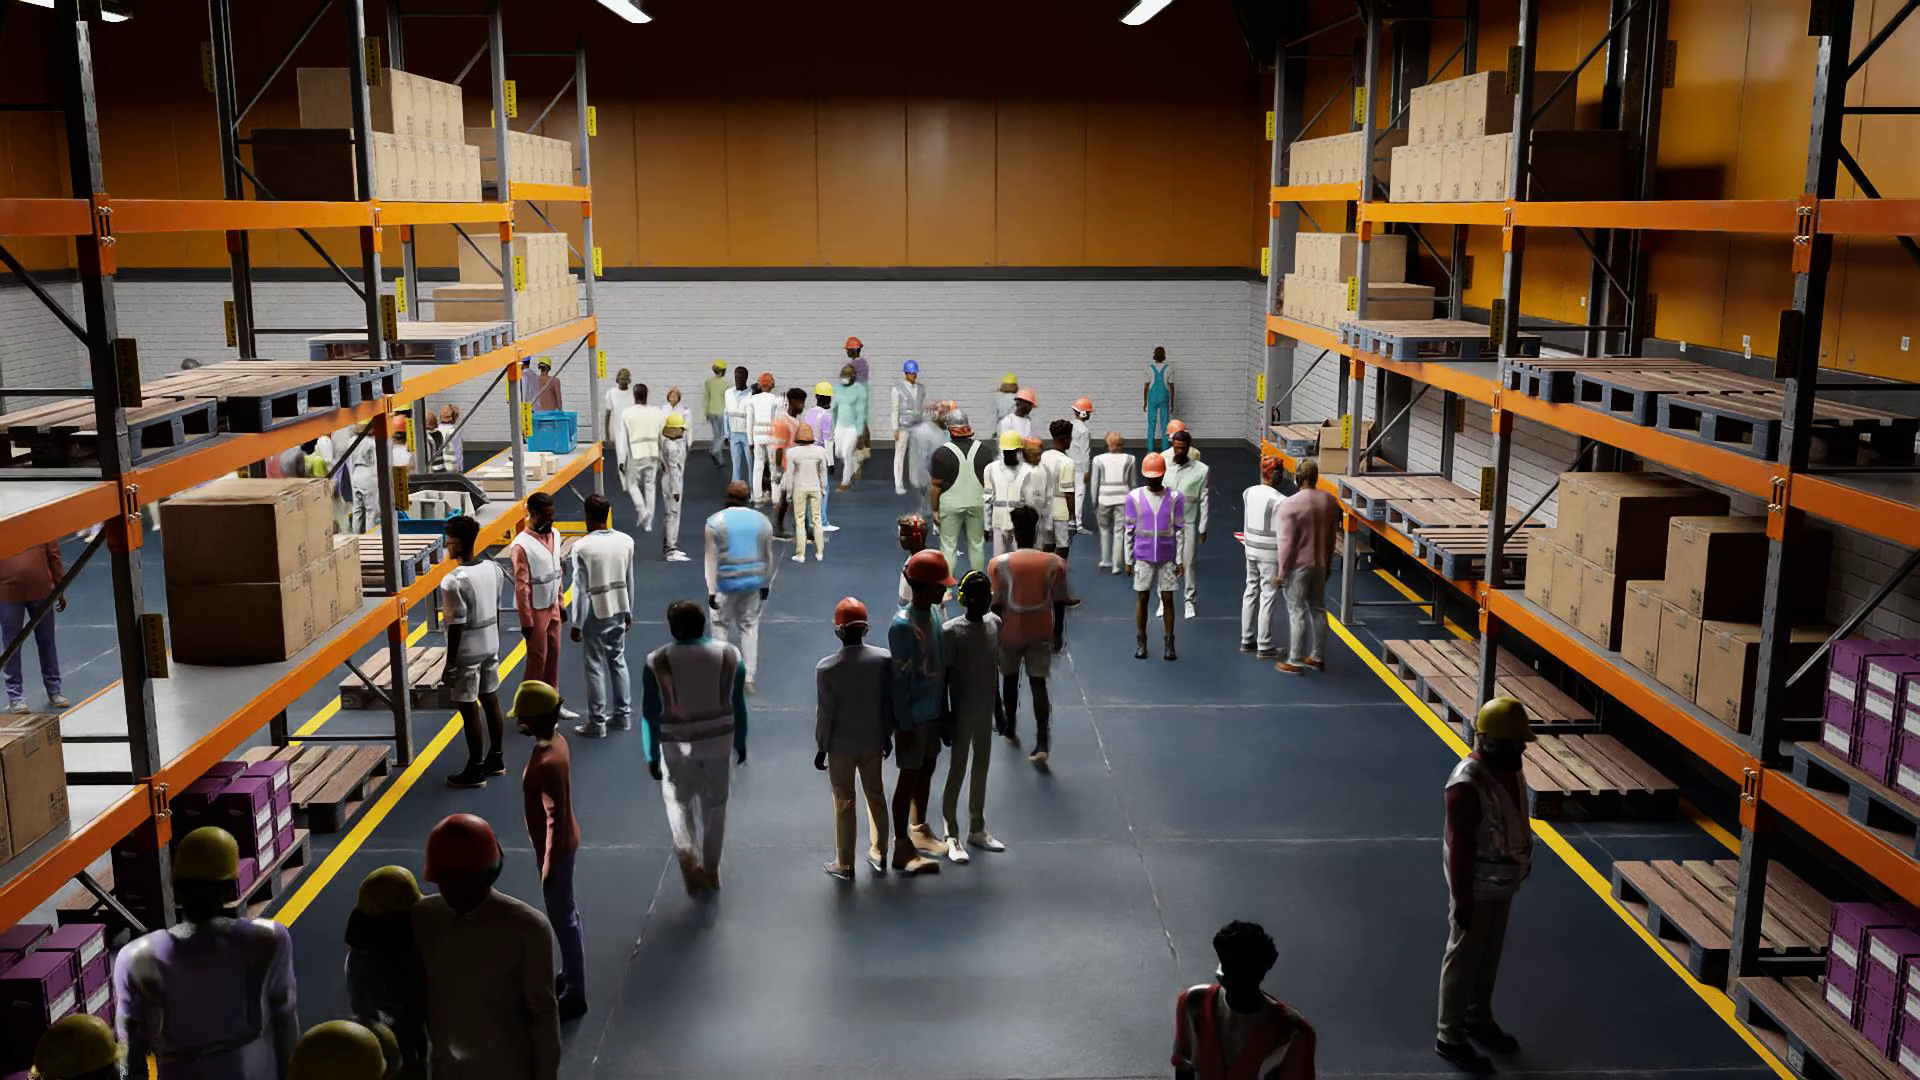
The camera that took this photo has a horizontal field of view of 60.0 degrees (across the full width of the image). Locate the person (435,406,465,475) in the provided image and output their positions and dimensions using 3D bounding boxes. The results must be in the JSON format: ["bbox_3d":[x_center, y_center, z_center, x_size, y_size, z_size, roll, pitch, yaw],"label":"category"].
[{"bbox_3d":[-6.488,-0.894,21.160,0.319,1.627,0.566,-11,15,-43],"label":"person"}]

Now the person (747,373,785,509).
[{"bbox_3d":[-2.657,-1.362,22.894,0.576,1.877,0.350,3,12,16],"label":"person"}]

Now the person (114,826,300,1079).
[{"bbox_3d":[-2.722,1.973,6.080,0.608,1.903,0.472,-6,13,-27],"label":"person"}]

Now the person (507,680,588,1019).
[{"bbox_3d":[-2.102,1.566,8.475,0.329,1.765,0.533,-3,12,-13],"label":"person"}]

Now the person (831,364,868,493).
[{"bbox_3d":[-1.553,-1.634,24.196,0.670,1.892,0.704,7,13,30],"label":"person"}]

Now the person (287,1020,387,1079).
[{"bbox_3d":[-1.778,2.257,4.661,0.842,1.901,0.602,-6,13,-27],"label":"person"}]

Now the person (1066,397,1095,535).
[{"bbox_3d":[1.531,-0.938,21.094,0.347,1.744,0.558,-4,12,-19],"label":"person"}]

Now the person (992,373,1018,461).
[{"bbox_3d":[0.684,-1.562,24.250,0.503,1.727,0.448,9,15,39],"label":"person"}]

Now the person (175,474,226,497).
[{"bbox_3d":[-7.781,-0.175,17.104,0.526,1.802,0.910,-6,13,-28],"label":"person"}]

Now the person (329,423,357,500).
[{"bbox_3d":[-7.926,-1.072,21.461,0.521,1.864,0.335,0,11,-1],"label":"person"}]

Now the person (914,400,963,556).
[{"bbox_3d":[-0.342,-0.750,19.839,0.749,1.874,0.681,10,15,41],"label":"person"}]

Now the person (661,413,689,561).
[{"bbox_3d":[-3.341,-0.623,19.530,0.324,1.736,0.492,-3,12,-13],"label":"person"}]

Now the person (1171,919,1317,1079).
[{"bbox_3d":[0.995,2.125,5.876,0.534,1.692,0.323,8,14,34],"label":"person"}]

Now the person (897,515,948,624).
[{"bbox_3d":[-0.284,0.713,12.584,0.389,1.837,0.560,-2,11,-10],"label":"person"}]

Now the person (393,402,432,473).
[{"bbox_3d":[-6.521,-0.765,19.844,0.513,1.901,0.617,0,11,-1],"label":"person"}]

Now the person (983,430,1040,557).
[{"bbox_3d":[0.512,-0.163,16.765,0.587,1.920,0.390,3,12,17],"label":"person"}]

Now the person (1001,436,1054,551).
[{"bbox_3d":[0.633,-0.160,16.905,0.603,1.861,0.638,-8,14,-34],"label":"person"}]

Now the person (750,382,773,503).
[{"bbox_3d":[-2.796,-1.365,23.340,0.317,1.696,0.540,-3,12,-14],"label":"person"}]

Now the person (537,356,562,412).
[{"bbox_3d":[-6.666,-2.077,26.781,0.532,1.754,0.340,-1,11,-3],"label":"person"}]

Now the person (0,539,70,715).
[{"bbox_3d":[-7.638,0.436,13.587,0.615,1.987,0.407,-11,15,-43],"label":"person"}]

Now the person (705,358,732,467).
[{"bbox_3d":[-3.842,-2.004,26.413,0.553,1.747,0.485,6,13,27],"label":"person"}]

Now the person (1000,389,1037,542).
[{"bbox_3d":[0.693,-0.939,20.763,0.607,1.883,0.541,-11,16,-44],"label":"person"}]

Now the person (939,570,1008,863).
[{"bbox_3d":[0.087,1.099,10.557,0.534,1.868,0.309,-10,15,-40],"label":"person"}]

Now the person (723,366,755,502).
[{"bbox_3d":[-3.047,-1.489,23.408,0.587,1.920,0.392,4,12,17],"label":"person"}]

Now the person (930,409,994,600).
[{"bbox_3d":[-0.008,-0.384,17.555,0.679,2.000,0.535,-4,12,-17],"label":"person"}]

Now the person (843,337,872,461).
[{"bbox_3d":[-1.706,-2.301,27.206,0.413,2.036,0.606,4,12,20],"label":"person"}]

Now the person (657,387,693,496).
[{"bbox_3d":[-4.000,-1.321,23.268,0.526,1.624,0.371,-1,11,-4],"label":"person"}]

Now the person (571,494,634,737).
[{"bbox_3d":[-2.781,0.587,13.034,0.396,1.908,0.600,8,14,34],"label":"person"}]

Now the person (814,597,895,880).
[{"bbox_3d":[-0.662,1.214,10.269,0.573,1.748,0.342,-8,14,-34],"label":"person"}]

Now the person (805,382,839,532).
[{"bbox_3d":[-1.763,-1.062,21.269,0.398,1.920,0.586,-7,13,-32],"label":"person"}]

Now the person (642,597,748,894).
[{"bbox_3d":[-1.566,1.248,9.940,0.642,1.824,0.548,-4,12,-17],"label":"person"}]

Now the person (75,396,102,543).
[{"bbox_3d":[-10.817,-0.873,20.576,0.556,1.813,0.410,-1,11,-5],"label":"person"}]
